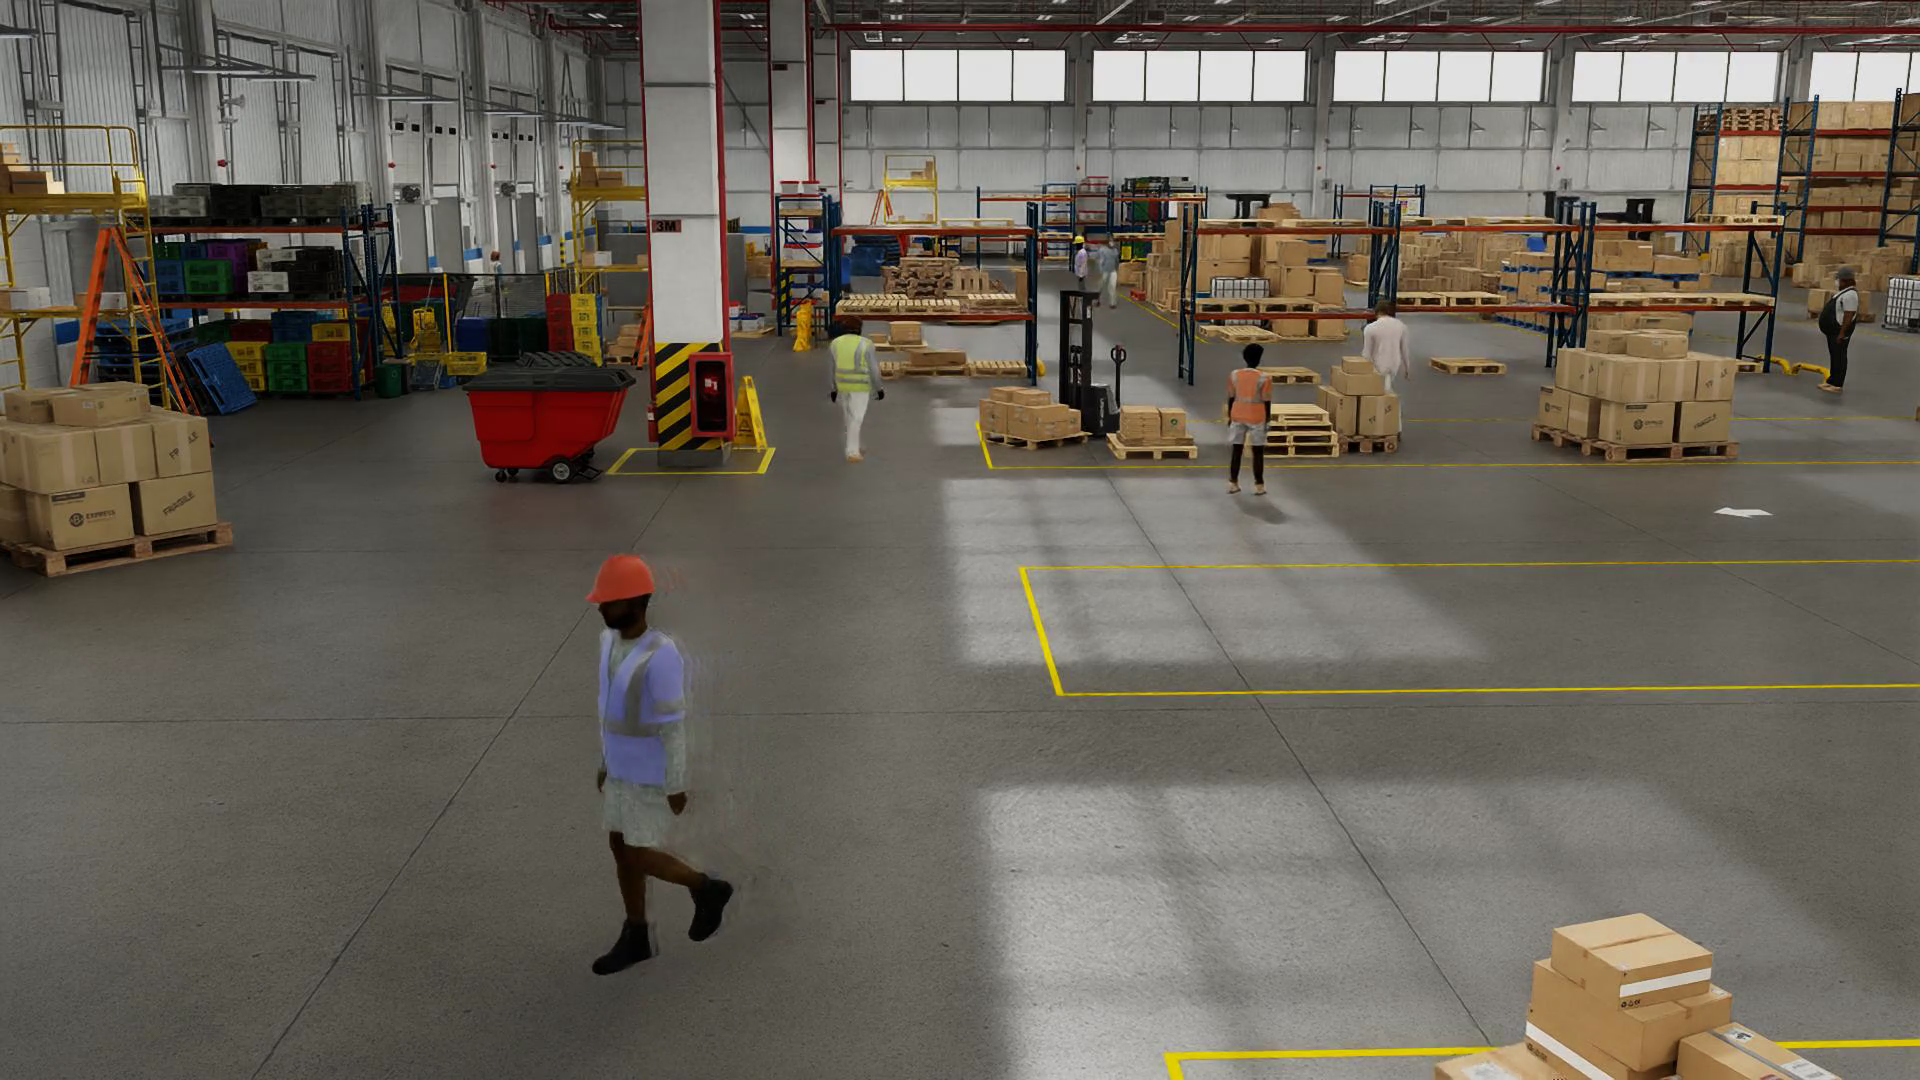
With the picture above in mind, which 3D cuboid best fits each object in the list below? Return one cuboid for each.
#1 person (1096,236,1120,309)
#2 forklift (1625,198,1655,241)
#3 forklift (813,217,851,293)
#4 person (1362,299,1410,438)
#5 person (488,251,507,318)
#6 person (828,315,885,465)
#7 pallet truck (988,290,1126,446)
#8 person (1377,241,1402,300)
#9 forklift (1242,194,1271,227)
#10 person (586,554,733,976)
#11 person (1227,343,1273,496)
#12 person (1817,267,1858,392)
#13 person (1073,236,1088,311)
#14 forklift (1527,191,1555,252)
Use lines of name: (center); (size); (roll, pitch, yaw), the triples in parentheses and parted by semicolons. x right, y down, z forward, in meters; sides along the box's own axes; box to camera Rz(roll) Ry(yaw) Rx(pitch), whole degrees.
person: (3.873, -7.024, 43.661); (0.641, 1.916, 0.872); (-4, 13, -19)
forklift: (18.779, -8.064, 46.128); (1.129, 2.768, 1.873); (-10, 16, -37)
forklift: (-4.179, -8.622, 48.651); (1.873, 2.768, 1.129); (-2, 13, -7)
person: (5.760, -2.312, 22.483); (0.641, 1.884, 1.037); (-5, 13, -22)
person: (-11.401, -6.265, 40.859); (0.524, 1.632, 0.314); (12, 17, 42)
person: (-1.242, -1.869, 20.615); (0.648, 1.810, 0.857); (7, 14, 30)
pallet truck: (1.257, -2.299, 22.111); (1.885, 1.965, 0.823); (-9, 15, -35)
person: (10.521, -6.426, 40.904); (0.628, 1.927, 0.465); (0, 12, 2)
forklift: (9.901, -10.202, 55.782); (1.129, 2.768, 1.873); (-6, 14, -24)
person: (-1.394, 0.988, 7.447); (0.569, 1.921, 0.550); (-10, 16, -38)
person: (3.213, -1.335, 18.458); (0.539, 1.691, 0.316); (7, 14, 28)
person: (14.318, -3.440, 27.165); (0.537, 2.000, 0.682); (4, 13, 16)
person: (3.107, -6.870, 42.925); (0.383, 1.921, 0.586); (0, 12, 0)
forklift: (22.171, -11.756, 62.798); (1.873, 2.768, 1.129); (4, 13, 19)
